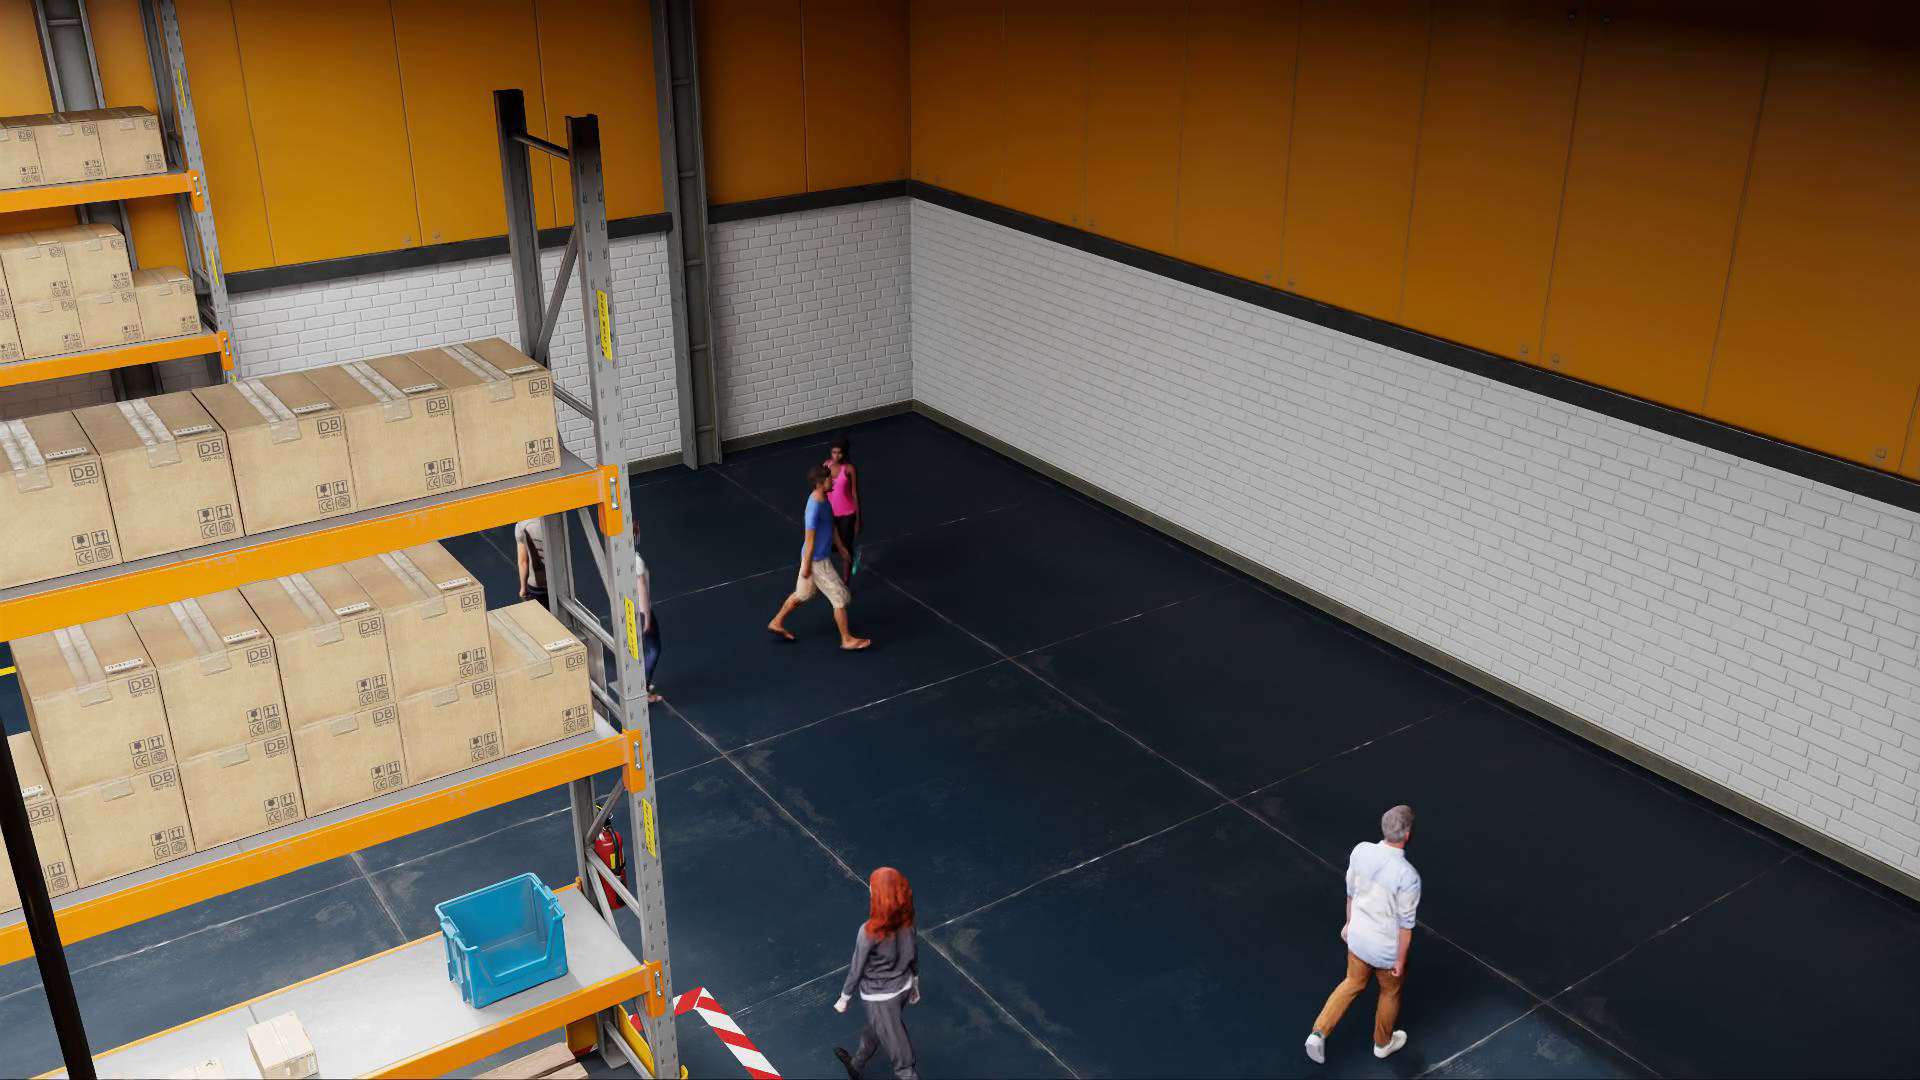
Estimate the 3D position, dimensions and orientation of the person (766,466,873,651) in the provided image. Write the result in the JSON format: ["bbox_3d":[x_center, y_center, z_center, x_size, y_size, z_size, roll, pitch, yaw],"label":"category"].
[{"bbox_3d":[-1.415,0.173,15.429,1.305,1.832,1.087,-1,24,-2],"label":"person"}]

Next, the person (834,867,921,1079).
[{"bbox_3d":[-0.367,2.739,9.696,0.840,1.723,1.127,20,31,38],"label":"person"}]

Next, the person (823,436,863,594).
[{"bbox_3d":[-1.140,-0.273,16.609,0.849,1.706,0.965,10,25,21],"label":"person"}]

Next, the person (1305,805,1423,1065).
[{"bbox_3d":[2.507,2.481,10.186,1.028,1.803,0.703,-17,29,-34],"label":"person"}]
